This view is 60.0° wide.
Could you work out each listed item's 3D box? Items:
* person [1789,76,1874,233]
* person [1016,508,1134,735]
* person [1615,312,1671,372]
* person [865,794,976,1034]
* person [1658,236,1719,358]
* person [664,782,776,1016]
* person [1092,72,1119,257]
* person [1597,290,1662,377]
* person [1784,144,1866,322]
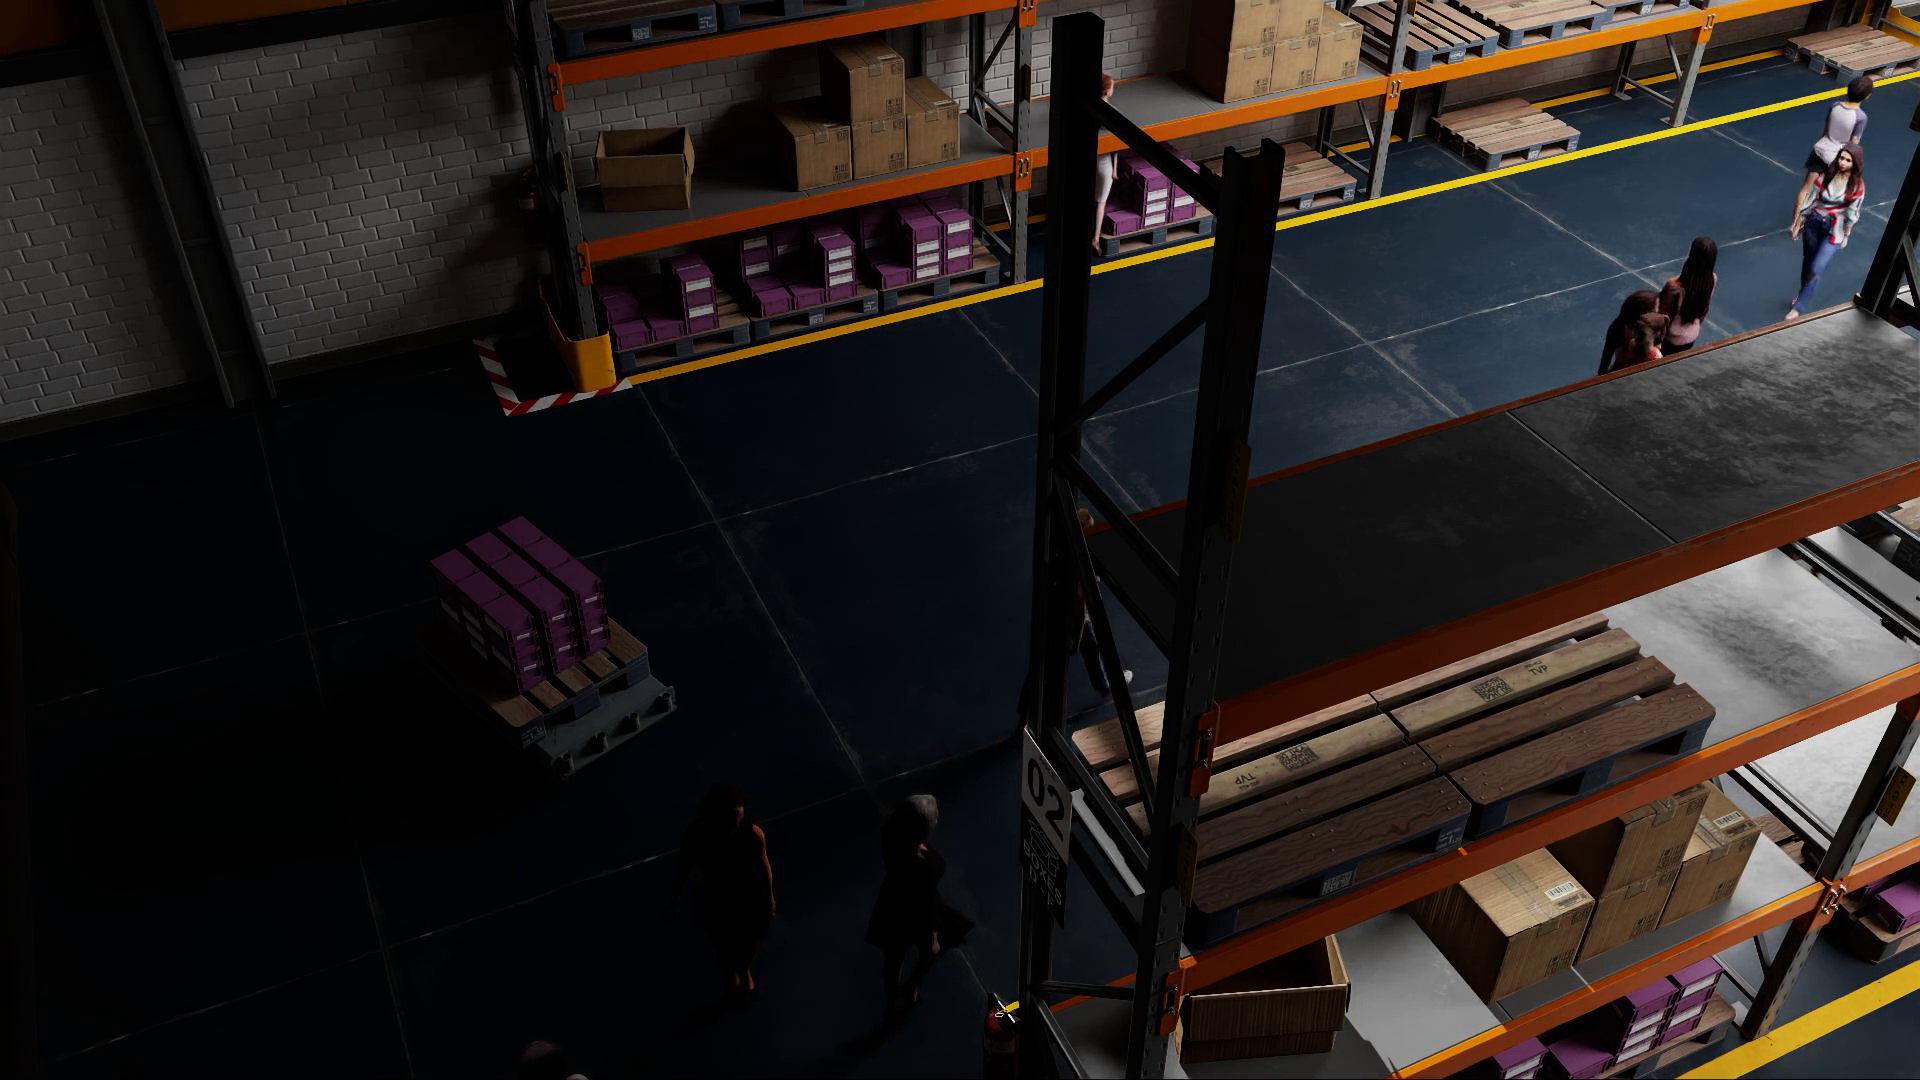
[{"bbox_3d":[8.217,-3.619,15.752,0.961,1.531,0.646,-22,44,-25],"label":"person"},{"bbox_3d":[0.600,0.547,10.427,1.175,1.667,0.773,-24,45,-27],"label":"person"},{"bbox_3d":[4.976,-0.930,12.252,1.199,1.697,0.655,-19,43,-23],"label":"person"},{"bbox_3d":[-0.289,1.981,8.580,0.797,1.730,0.824,31,48,33],"label":"person"},{"bbox_3d":[5.553,-1.537,12.920,0.499,1.811,0.700,-11,40,-14],"label":"person"},{"bbox_3d":[-1.172,1.878,8.629,0.700,1.831,0.861,6,39,7],"label":"person"},{"bbox_3d":[1.253,-3.465,15.349,0.595,1.793,0.611,-30,47,-32],"label":"person"},{"bbox_3d":[4.913,-1.067,12.367,0.622,1.767,0.657,-29,47,-31],"label":"person"},{"bbox_3d":[7.625,-2.736,14.599,0.985,1.589,0.778,-30,48,-32],"label":"person"}]
